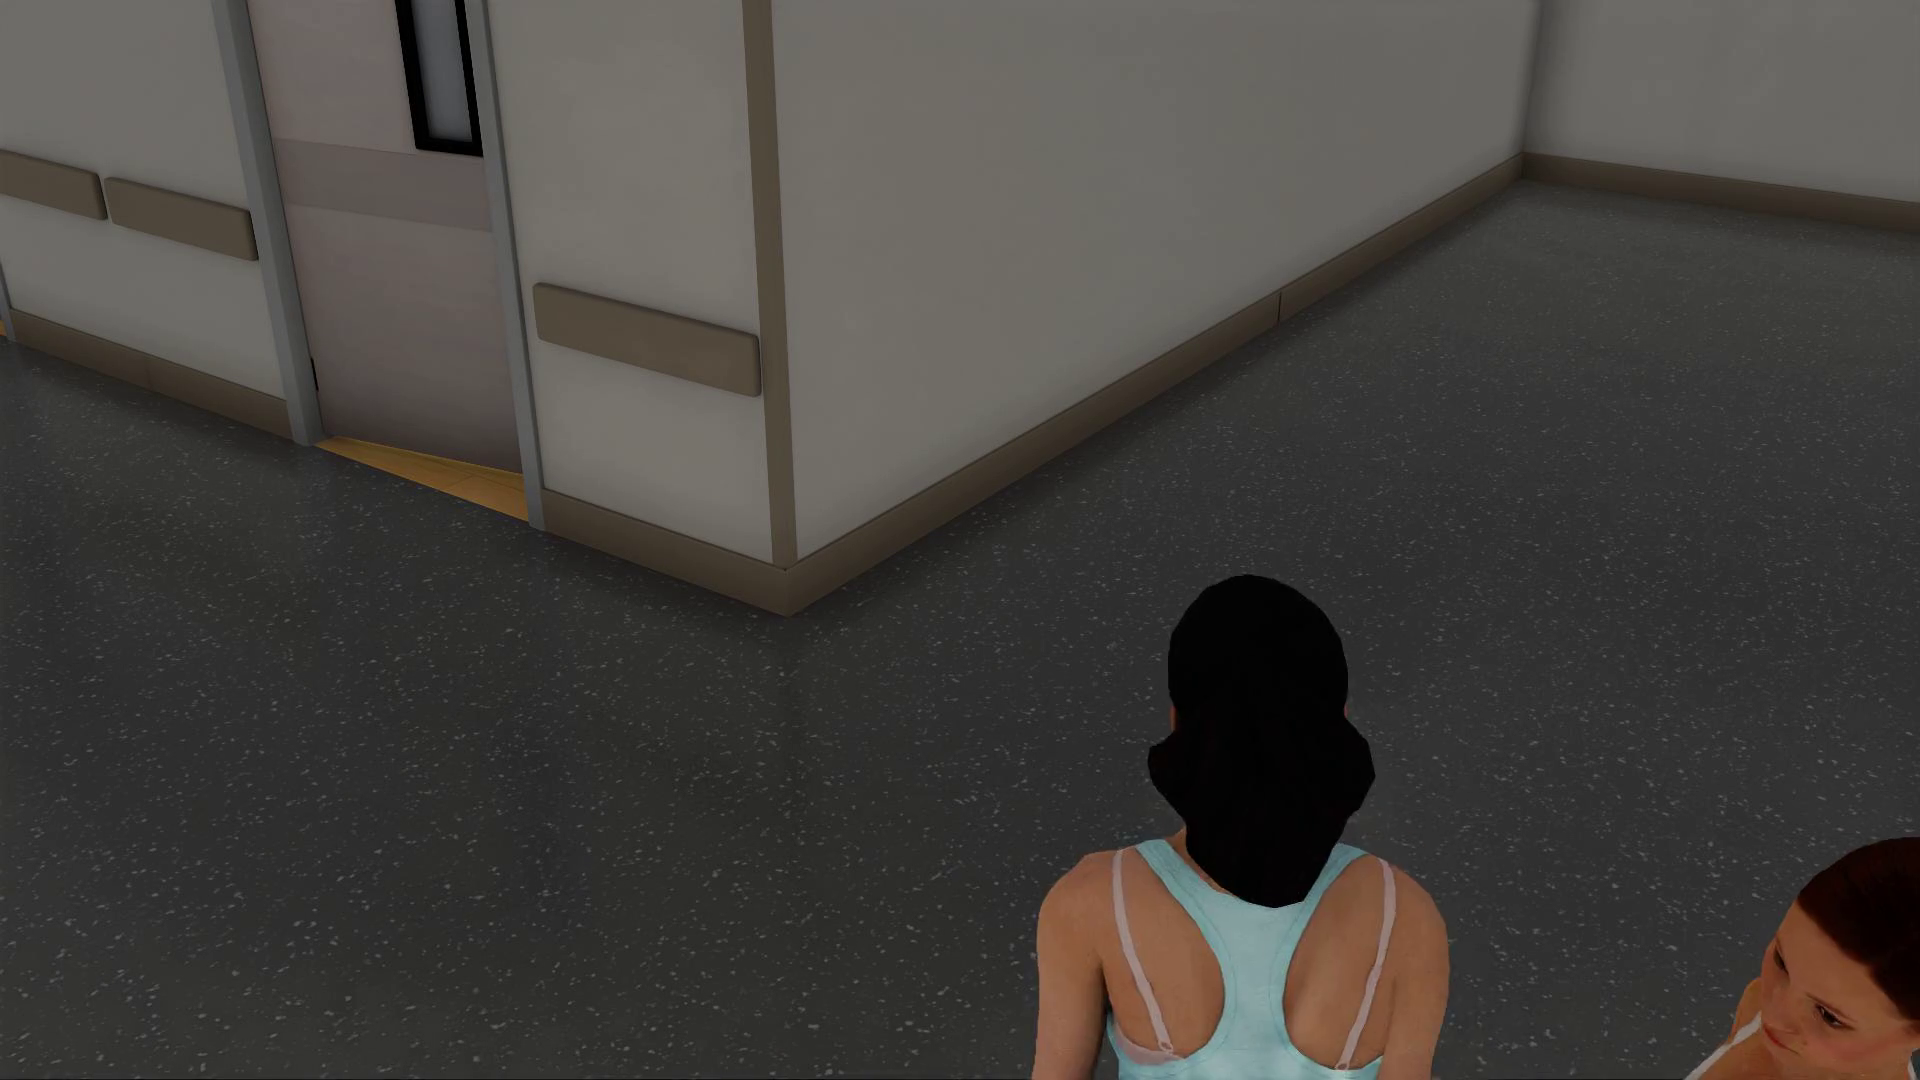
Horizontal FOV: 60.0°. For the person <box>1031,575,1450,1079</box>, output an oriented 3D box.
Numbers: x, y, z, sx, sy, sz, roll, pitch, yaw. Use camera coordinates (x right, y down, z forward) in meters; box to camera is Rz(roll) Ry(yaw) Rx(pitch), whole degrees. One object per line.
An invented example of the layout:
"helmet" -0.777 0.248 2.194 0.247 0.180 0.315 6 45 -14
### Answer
"person" 0.286 0.891 1.805 0.801 1.749 0.896 3 26 7
